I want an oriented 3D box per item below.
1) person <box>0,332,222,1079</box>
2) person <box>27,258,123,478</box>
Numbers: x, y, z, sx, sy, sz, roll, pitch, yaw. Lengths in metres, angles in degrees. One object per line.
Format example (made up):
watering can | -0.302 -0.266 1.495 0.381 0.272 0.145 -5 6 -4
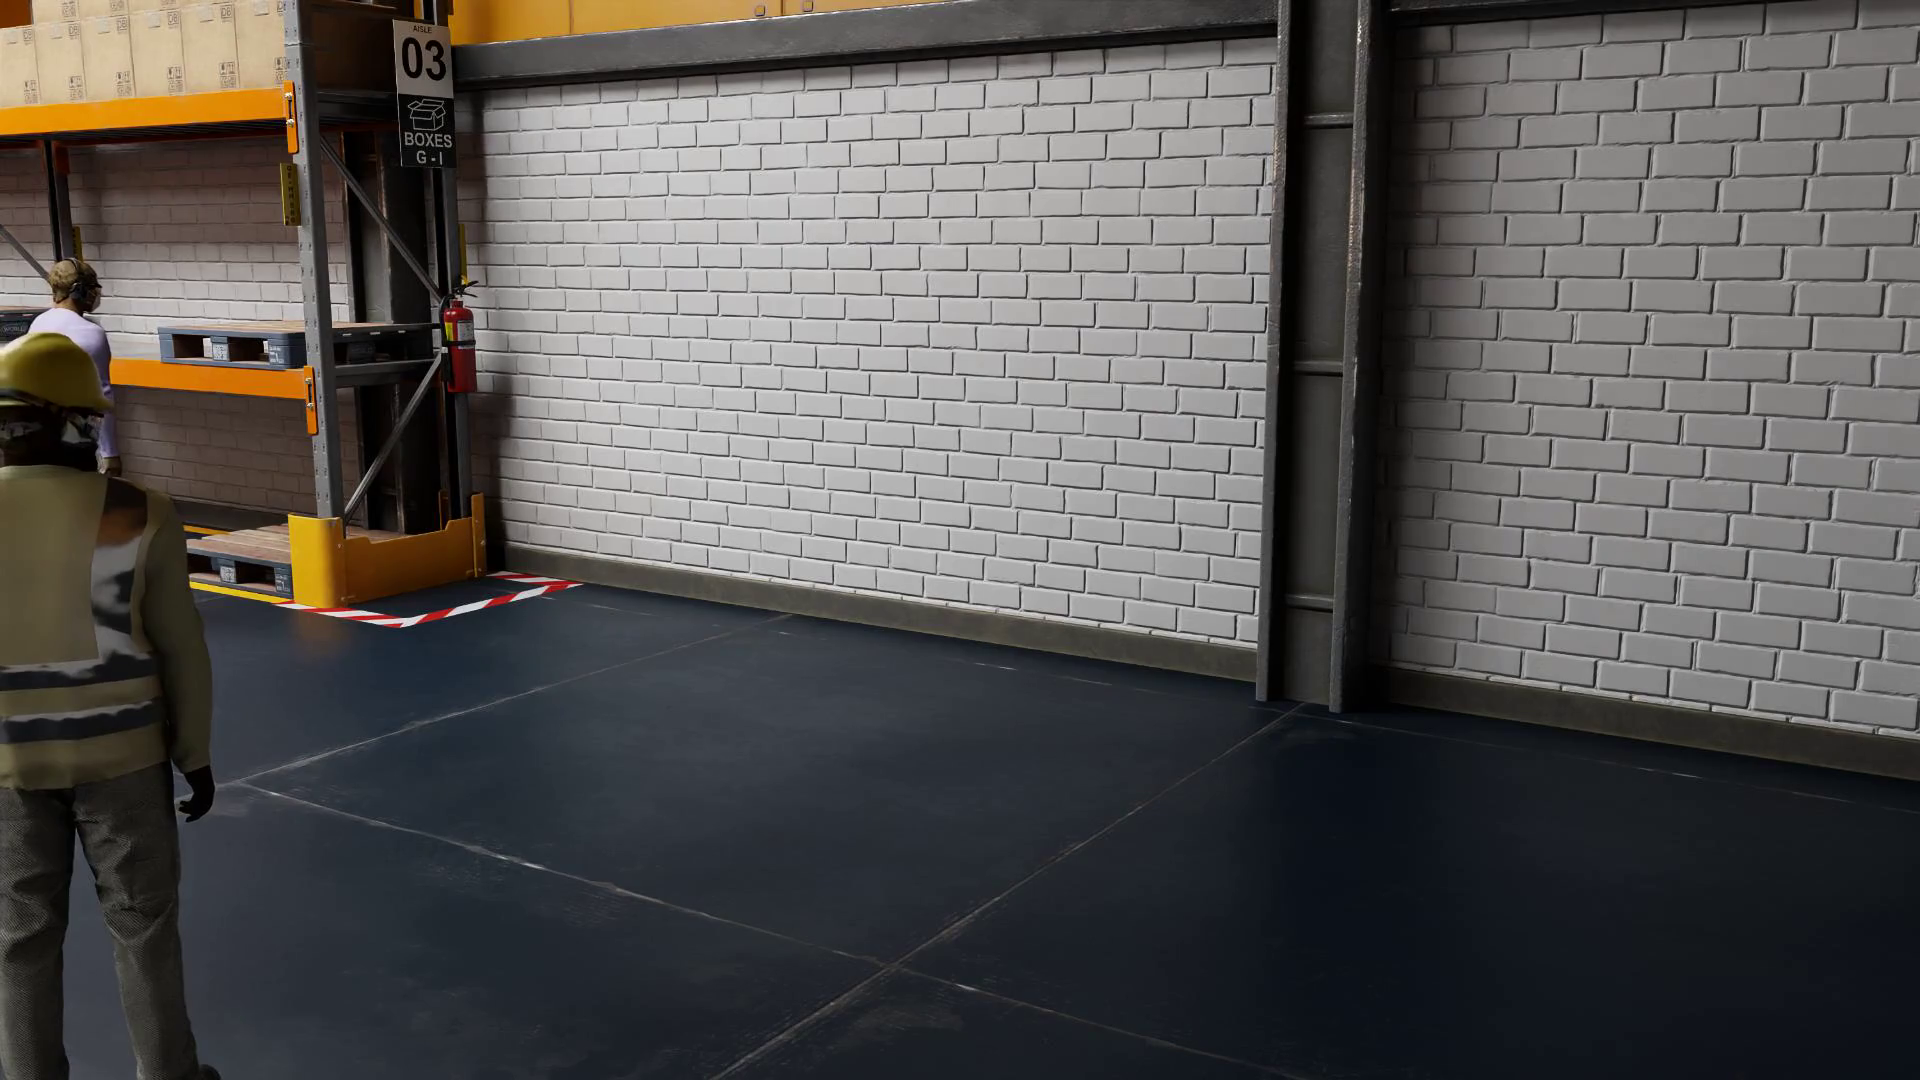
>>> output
person | -1.957 0.462 3.669 0.599 1.823 0.403 -2 11 -13
person | -4.589 -0.494 8.678 0.627 1.932 0.361 7 13 35
